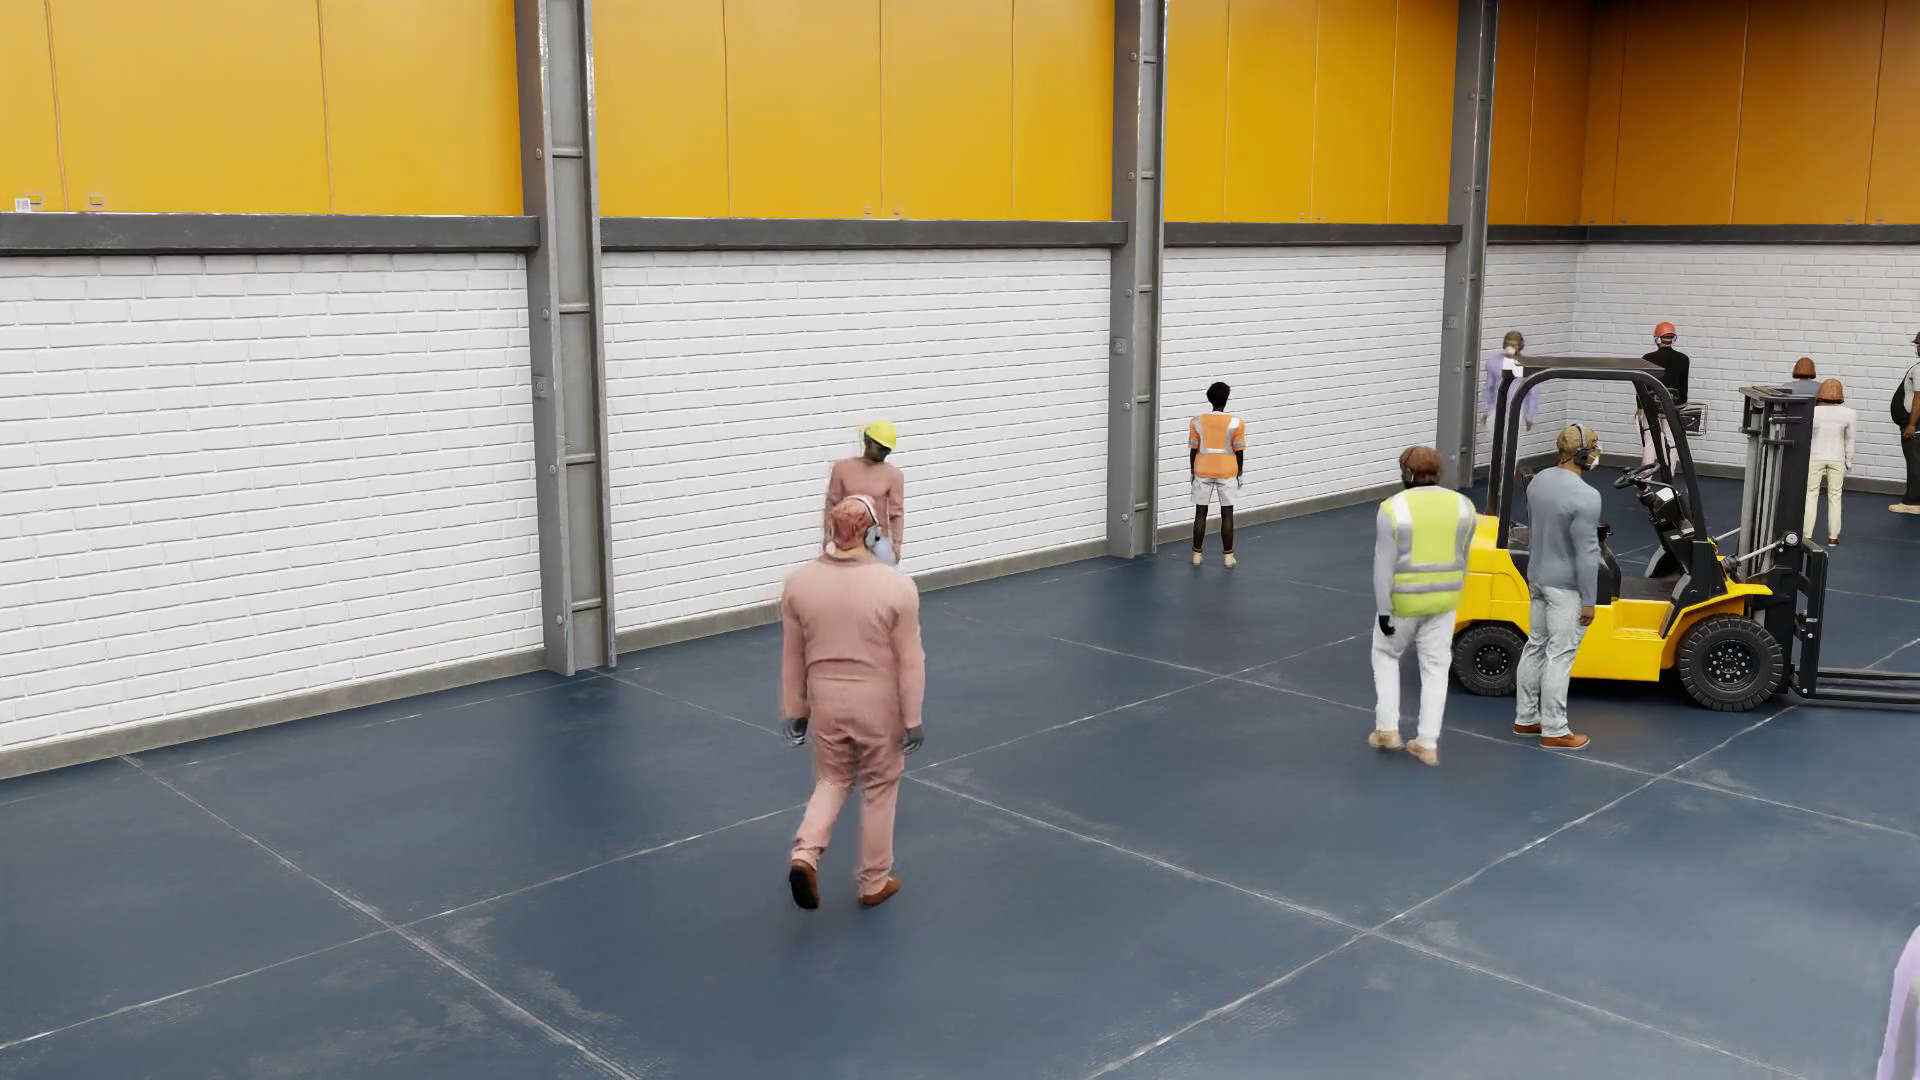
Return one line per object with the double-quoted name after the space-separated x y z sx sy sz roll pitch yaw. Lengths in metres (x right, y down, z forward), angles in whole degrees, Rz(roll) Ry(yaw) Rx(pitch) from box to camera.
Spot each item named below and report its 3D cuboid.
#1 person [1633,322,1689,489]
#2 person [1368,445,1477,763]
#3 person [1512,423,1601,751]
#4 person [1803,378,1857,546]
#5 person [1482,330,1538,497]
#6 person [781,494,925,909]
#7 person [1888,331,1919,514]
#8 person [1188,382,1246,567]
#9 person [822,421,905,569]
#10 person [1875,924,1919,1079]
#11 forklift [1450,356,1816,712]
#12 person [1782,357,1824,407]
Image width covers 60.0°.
8.329 -1.592 19.783 0.617 1.986 0.400 -1 10 -7 "person"
2.632 0.357 9.605 0.617 1.818 0.588 -1 10 -7 "person"
3.523 0.278 9.747 0.364 1.934 0.630 -2 11 -12 "person"
8.398 -0.751 16.150 0.500 1.633 0.283 3 11 17 "person"
6.376 -1.472 19.266 0.635 1.926 0.552 9 14 41 "person"
-0.474 0.743 7.308 0.649 1.889 0.616 4 11 22 "person"
10.429 -1.315 18.113 0.688 2.000 0.539 -9 13 -39 "person"
2.333 -0.595 15.154 0.531 1.691 0.321 4 11 20 "person"
-0.657 0.014 11.761 0.645 1.723 0.351 0 10 2 "person"
2.208 1.423 3.647 1.010 1.873 0.610 6 12 29 "person"
4.276 -0.101 11.076 2.313 2.155 1.214 2 11 13 "forklift"
9.541 -1.254 18.894 0.503 1.631 0.282 2 11 9 "person"
